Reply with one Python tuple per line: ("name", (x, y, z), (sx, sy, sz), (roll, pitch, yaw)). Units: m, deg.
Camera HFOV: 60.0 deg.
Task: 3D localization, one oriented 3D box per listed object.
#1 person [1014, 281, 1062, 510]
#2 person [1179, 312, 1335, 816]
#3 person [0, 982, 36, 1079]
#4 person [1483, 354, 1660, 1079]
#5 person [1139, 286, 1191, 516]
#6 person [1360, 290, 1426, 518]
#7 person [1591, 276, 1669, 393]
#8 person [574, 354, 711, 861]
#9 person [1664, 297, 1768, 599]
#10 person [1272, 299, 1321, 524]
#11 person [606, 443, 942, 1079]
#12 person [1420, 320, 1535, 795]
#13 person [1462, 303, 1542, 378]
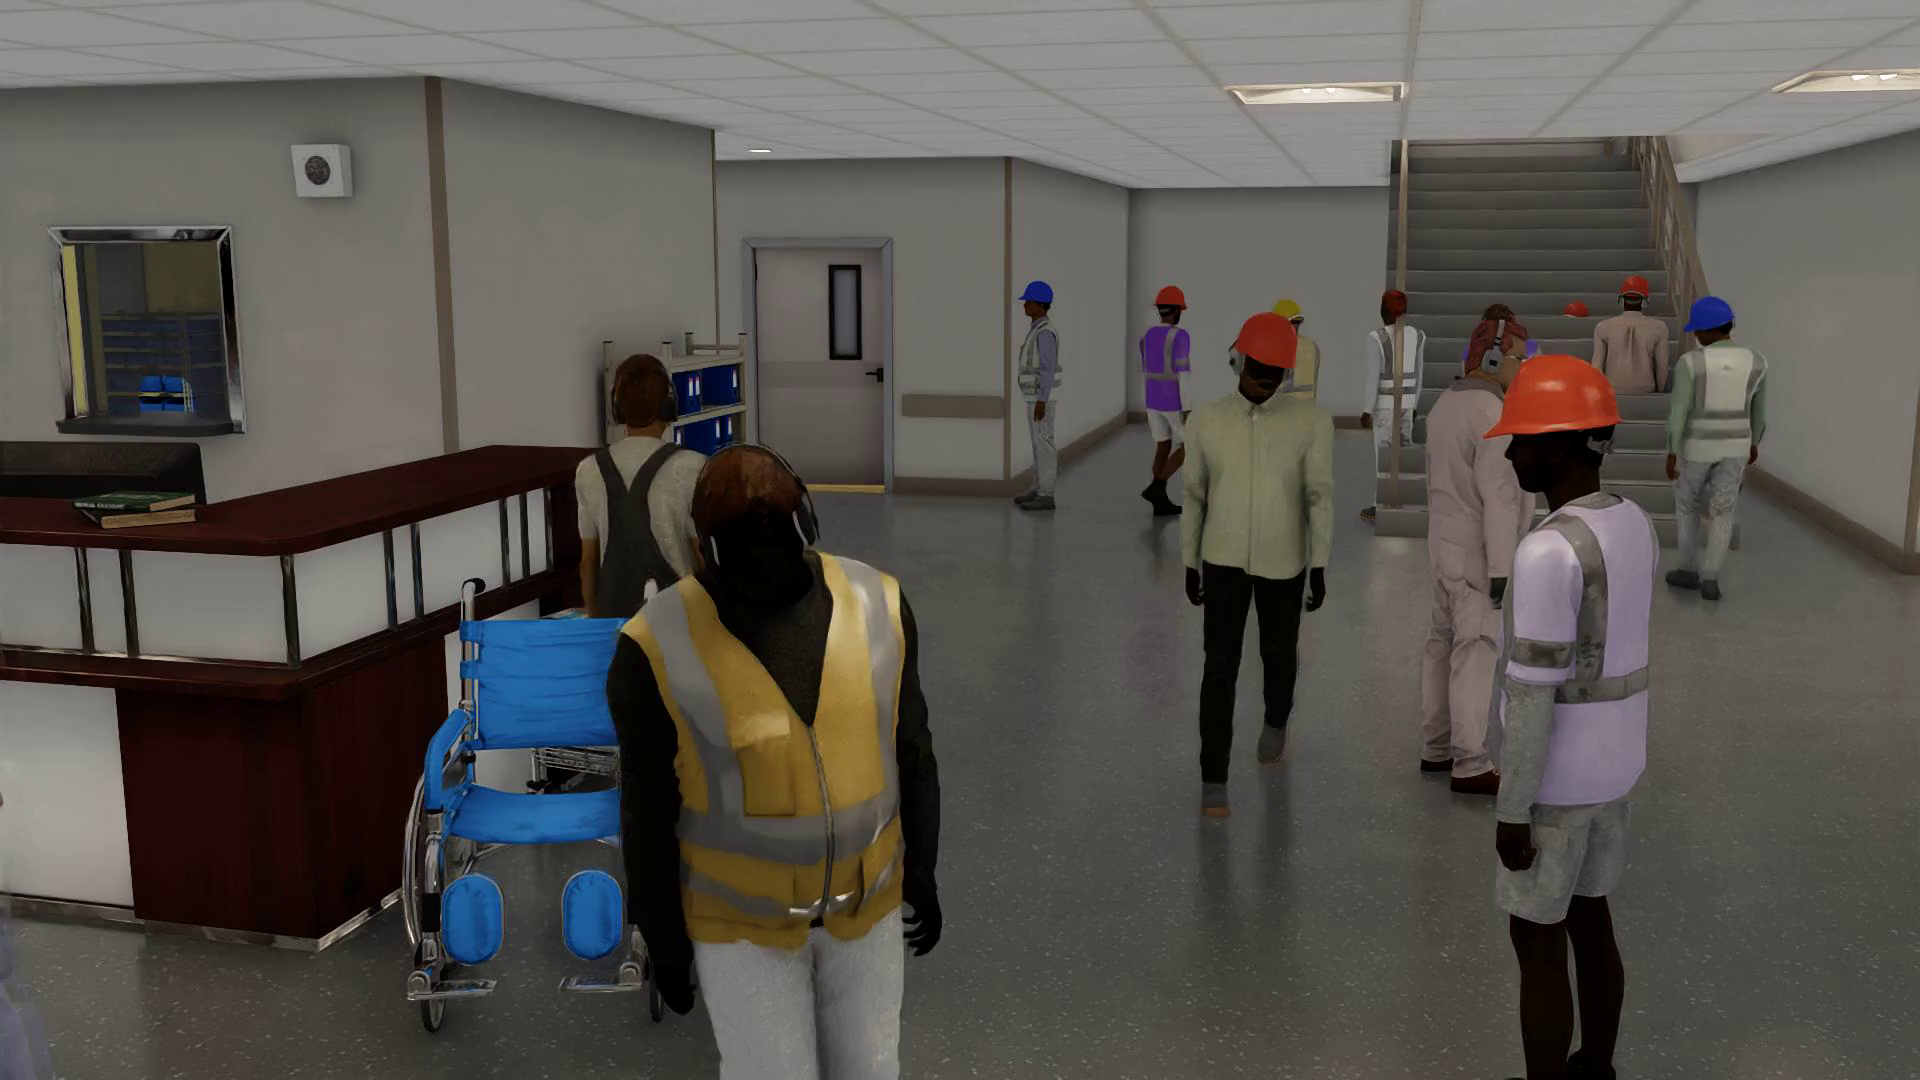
("person", (0.679, -1.230, 14.221), (0.380, 1.951, 0.602), (-1, 10, -5))
("person", (1.187, 0.054, 6.694), (0.614, 1.955, 0.920), (2, 10, 10))
("person", (-2.421, 0.652, 3.718), (0.611, 1.743, 0.545), (-7, 12, -34))
("person", (1.393, 0.531, 3.920), (0.390, 1.929, 0.545), (9, 13, 44))
("person", (1.724, -1.141, 13.788), (0.426, 1.916, 0.567), (-6, 11, -33))
("person", (3.545, -1.103, 13.671), (0.574, 1.883, 0.361), (-5, 11, -25))
("person", (5.674, -1.237, 14.129), (0.613, 1.994, 0.382), (4, 10, 20))
("person", (-1.013, 0.306, 5.495), (0.544, 1.834, 0.491), (3, 10, 16))
("person", (4.776, -0.586, 10.579), (0.670, 1.898, 0.635), (1, 10, 6))
("person", (2.612, -1.008, 13.302), (0.590, 1.823, 0.405), (-7, 12, -37))
("person", (-0.369, 0.695, 3.293), (0.642, 1.820, 0.659), (-5, 11, -27))
("person", (2.111, 0.066, 6.743), (0.400, 1.901, 0.643), (-1, 10, -4))
("person", (4.076, -0.858, 12.478), (0.640, 1.802, 0.700), (3, 10, 18))
